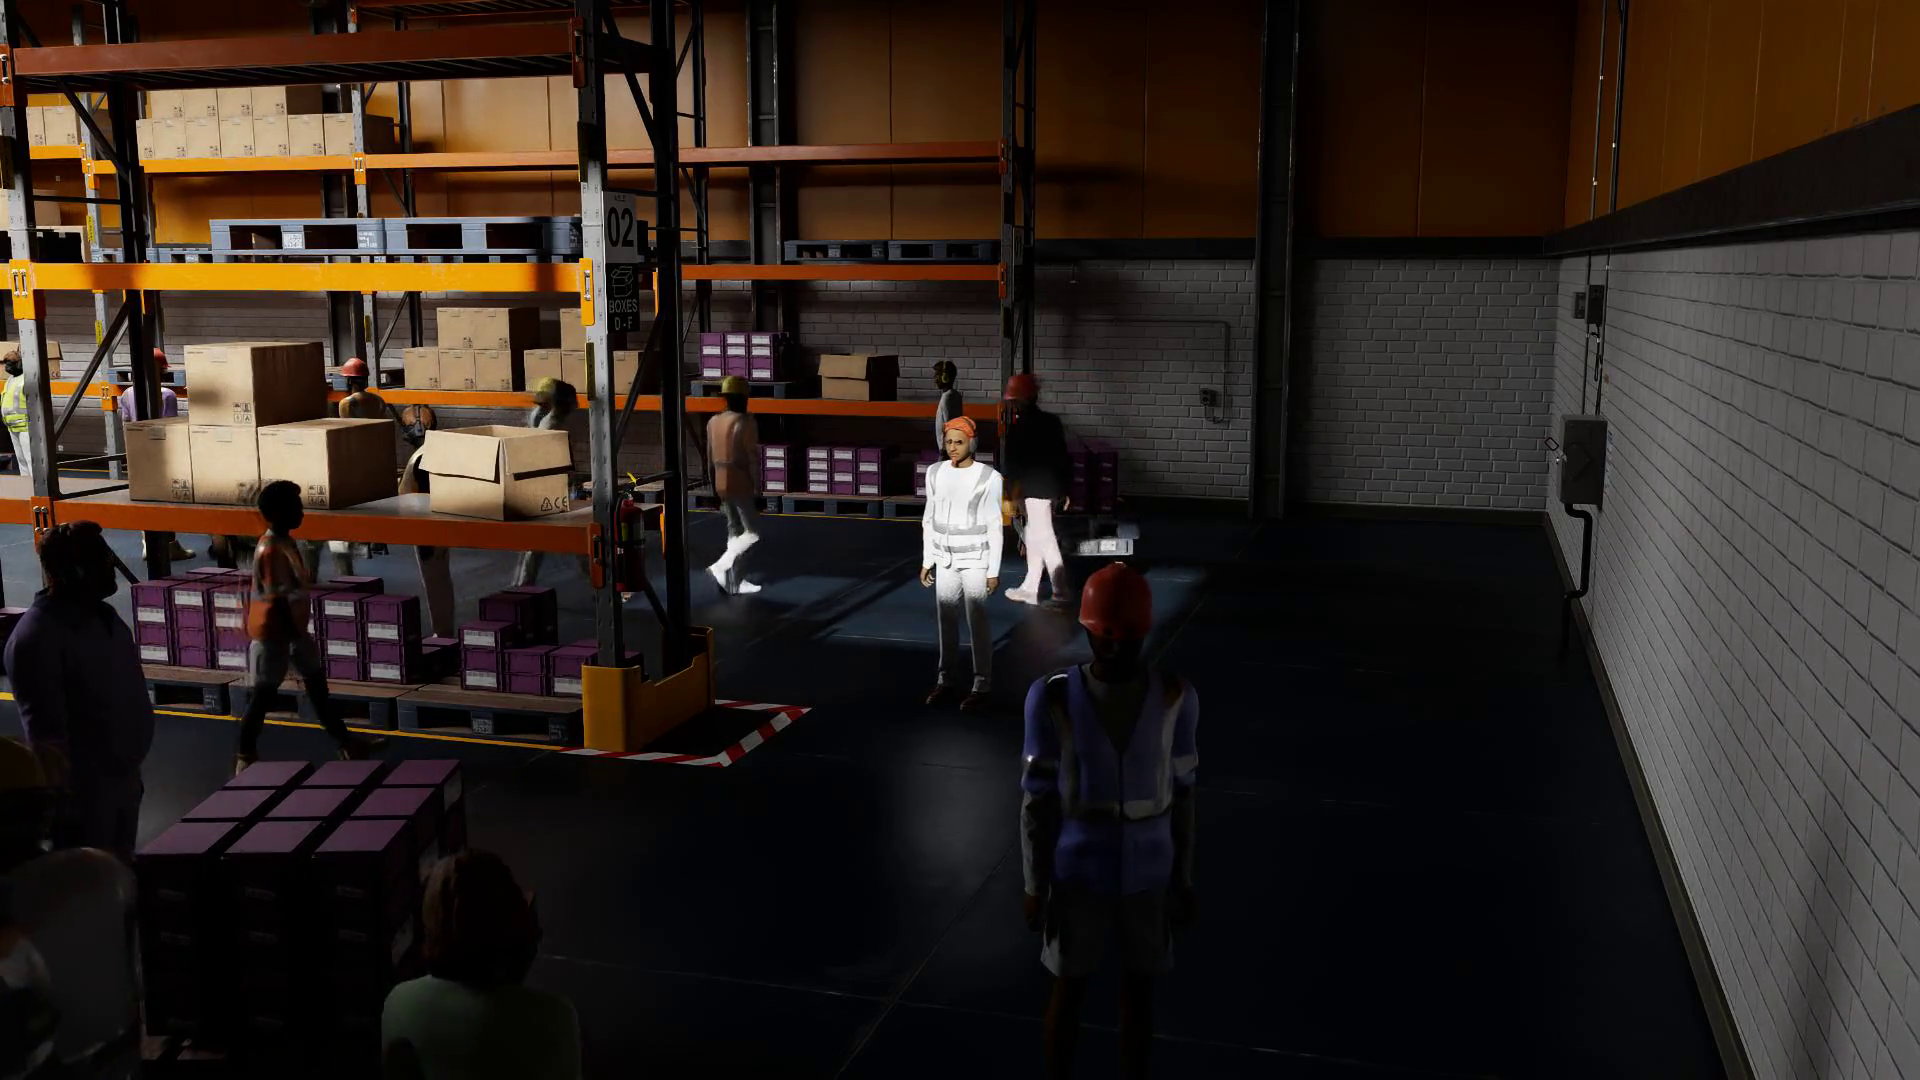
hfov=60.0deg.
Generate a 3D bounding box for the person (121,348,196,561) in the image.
[{"bbox_3d":[-7.673,-0.813,15.923,0.616,2.041,0.379,3,10,16],"label":"person"}]

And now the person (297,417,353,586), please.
[{"bbox_3d":[-5.051,-0.234,13.176,0.593,1.794,0.807,-6,11,-33],"label":"person"}]

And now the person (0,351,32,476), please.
[{"bbox_3d":[-11.059,-1.315,19.639,0.625,1.836,0.429,8,12,39],"label":"person"}]

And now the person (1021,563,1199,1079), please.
[{"bbox_3d":[0.464,1.019,5.089,0.551,1.932,0.378,-1,9,-6],"label":"person"}]

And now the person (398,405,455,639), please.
[{"bbox_3d":[-3.801,-0.044,11.884,0.429,1.837,0.628,-3,10,-15],"label":"person"}]

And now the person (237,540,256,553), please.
[{"bbox_3d":[-7.155,-0.754,16.439,0.518,1.756,0.345,6,11,31],"label":"person"}]

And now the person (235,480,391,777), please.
[{"bbox_3d":[-3.595,0.502,9.086,0.827,1.653,0.542,-2,9,-10],"label":"person"}]

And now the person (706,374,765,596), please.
[{"bbox_3d":[-1.932,-0.447,14.089,0.618,1.911,0.575,8,12,41],"label":"person"}]

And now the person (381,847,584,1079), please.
[{"bbox_3d":[-1.024,1.448,3.492,0.504,1.594,0.771,5,11,30],"label":"person"}]

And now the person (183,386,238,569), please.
[{"bbox_3d":[-6.529,-0.527,14.502,0.361,1.938,0.545,-1,9,-5],"label":"person"}]

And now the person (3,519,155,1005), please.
[{"bbox_3d":[-3.125,0.877,6.023,0.410,1.913,0.651,-1,9,-6],"label":"person"}]

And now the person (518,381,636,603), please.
[{"bbox_3d":[-3.225,-0.364,13.672,1.007,1.882,0.653,-1,9,-6],"label":"person"}]

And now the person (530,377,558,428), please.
[{"bbox_3d":[-3.990,-0.750,16.503,0.659,1.722,0.512,2,9,10],"label":"person"}]

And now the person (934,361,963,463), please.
[{"bbox_3d":[-0.137,-0.893,16.951,0.328,1.868,0.509,2,9,10],"label":"person"}]

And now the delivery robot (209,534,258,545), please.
[{"bbox_3d":[-6.941,-0.163,16.201,0.707,0.478,0.477,-3,10,-16],"label":"delivery robot"}]

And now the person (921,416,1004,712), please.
[{"bbox_3d":[0.015,0.148,10.578,0.579,1.879,0.348,6,11,34],"label":"person"}]

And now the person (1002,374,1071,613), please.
[{"bbox_3d":[0.592,-0.387,13.619,0.824,1.944,0.643,7,12,38],"label":"person"}]

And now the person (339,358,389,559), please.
[{"bbox_3d":[-5.782,-0.783,16.065,0.357,1.938,0.543,4,10,23],"label":"person"}]

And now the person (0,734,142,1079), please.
[{"bbox_3d":[-1.990,1.318,3.652,0.539,1.805,0.654,1,9,8],"label":"person"}]
